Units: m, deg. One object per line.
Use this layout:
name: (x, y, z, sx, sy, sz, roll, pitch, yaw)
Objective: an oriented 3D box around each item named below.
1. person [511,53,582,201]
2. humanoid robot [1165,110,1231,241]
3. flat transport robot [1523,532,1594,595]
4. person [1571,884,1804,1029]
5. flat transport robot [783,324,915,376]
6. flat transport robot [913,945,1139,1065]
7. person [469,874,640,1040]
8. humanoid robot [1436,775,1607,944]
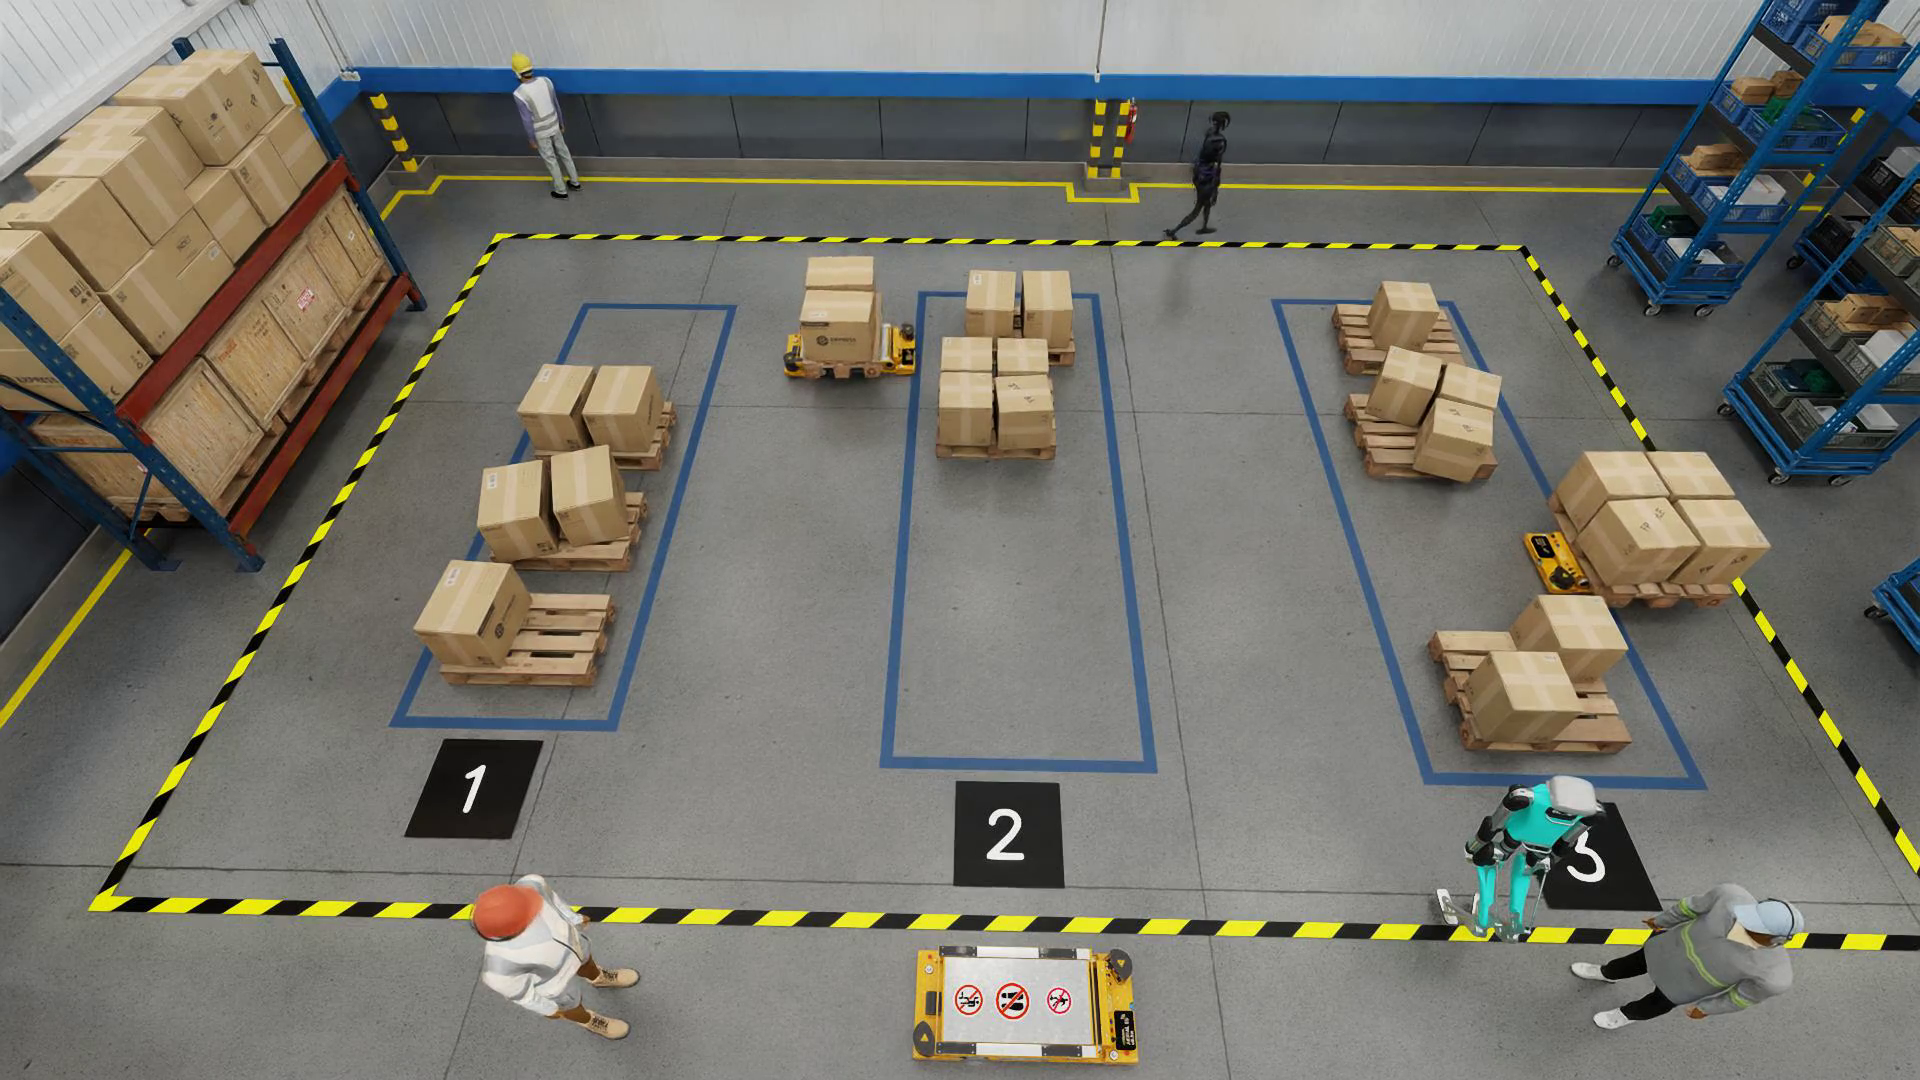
person: (-5.356, -5.299, 11.795, 0.404, 1.830, 0.601, 23, 54, 18)
humanoid robot: (2.959, -4.439, 11.219, 0.724, 1.632, 0.608, -8, 51, -7)
flat transport robot: (5.989, 0.181, 8.320, 1.431, 0.197, 0.652, 0, 51, 0)
person: (4.289, 2.499, 5.427, 0.398, 1.850, 0.594, -1, 51, -1)
flat transport robot: (-1.216, -2.122, 10.198, 1.431, 0.197, 0.652, -1, 51, -1)
flat transport robot: (0.422, 3.041, 6.007, 1.431, 0.231, 0.659, 1, 51, 1)
person: (-2.331, 2.449, 5.347, 0.377, 2.042, 0.607, 0, 51, 0)
humanoid robot: (3.474, 2.121, 5.720, 0.533, 1.681, 0.735, 10, 52, 8)
